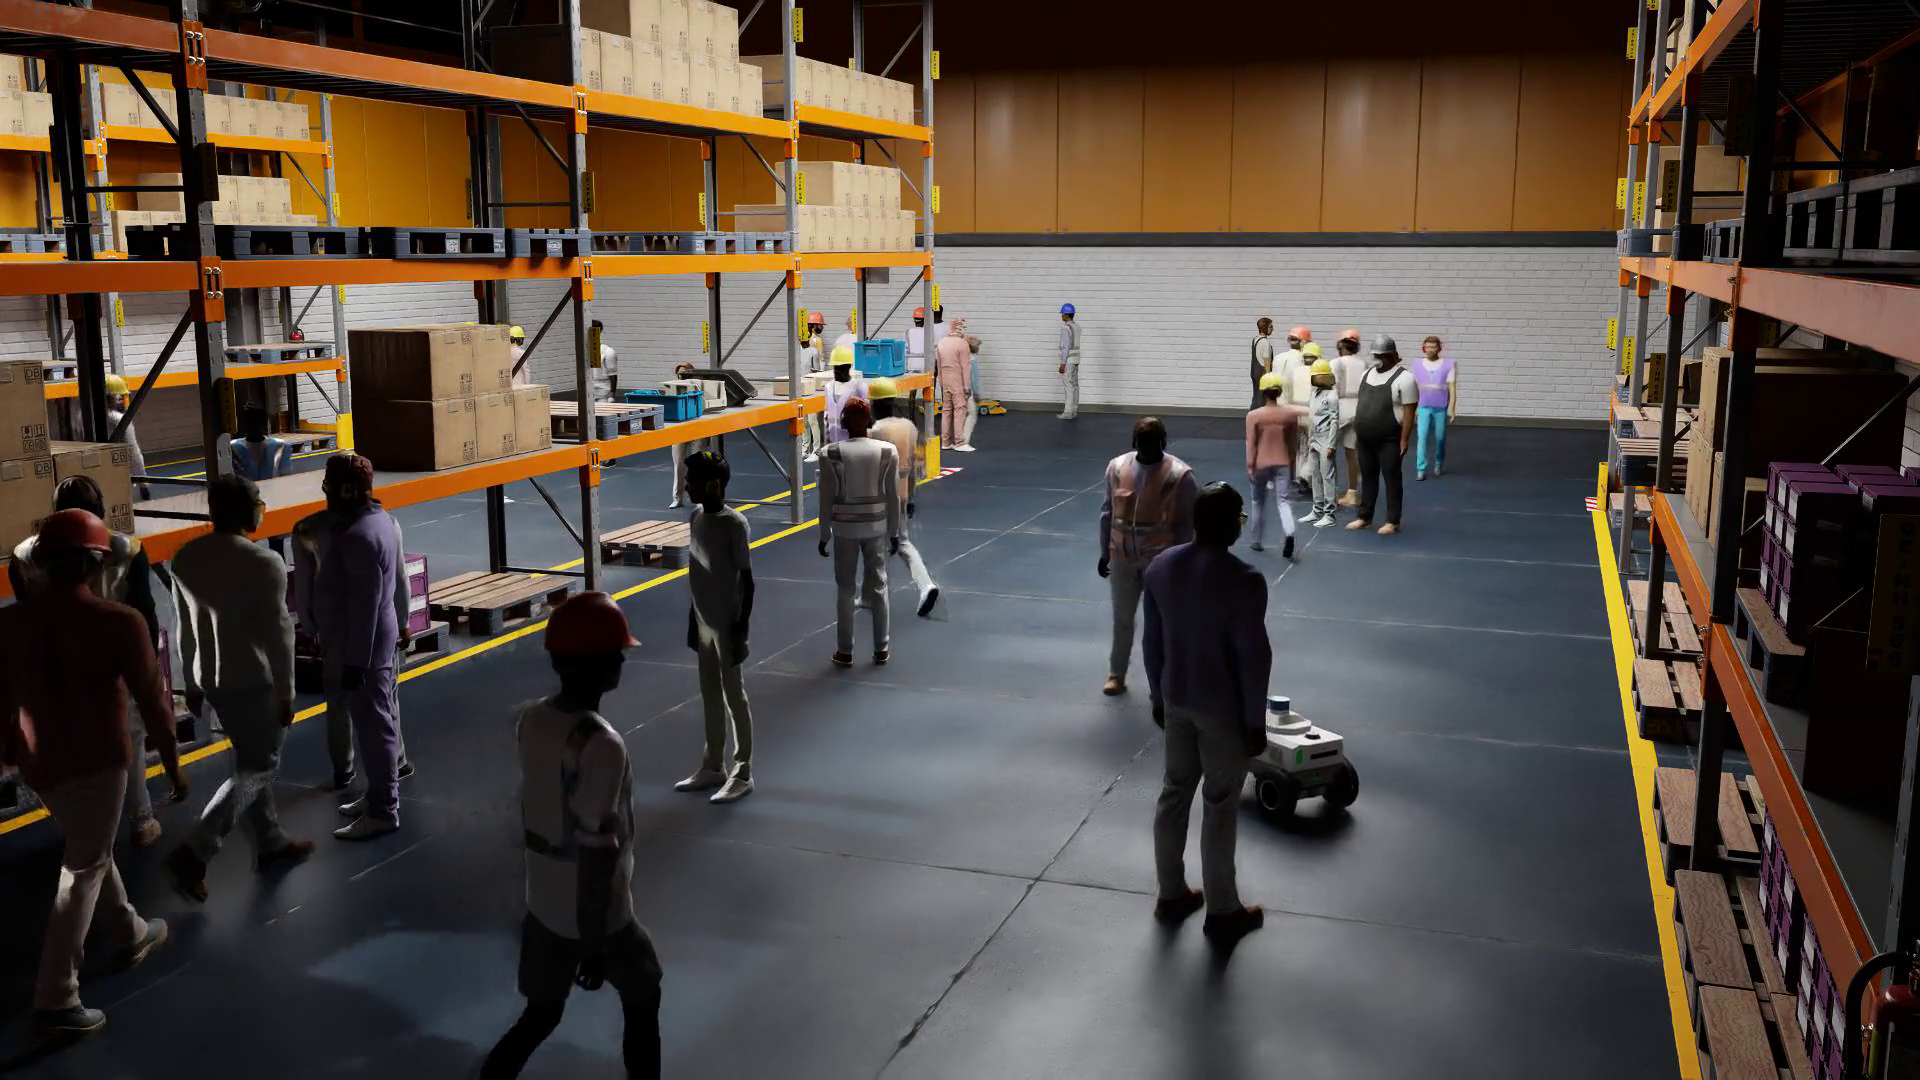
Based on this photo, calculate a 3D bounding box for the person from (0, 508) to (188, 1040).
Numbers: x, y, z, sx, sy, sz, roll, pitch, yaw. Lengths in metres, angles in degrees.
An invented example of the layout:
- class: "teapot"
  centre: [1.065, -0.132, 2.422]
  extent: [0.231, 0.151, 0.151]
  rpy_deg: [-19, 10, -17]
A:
- class: "person"
  centre: [-3.362, 0.856, 6.347]
  extent: [0.674, 1.926, 1.065]
  rpy_deg: [1, 10, 5]

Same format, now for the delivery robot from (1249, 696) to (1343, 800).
- class: "delivery robot"
  centre: [1.673, 1.065, 8.739]
  extent: [0.477, 0.478, 0.707]
  rpy_deg: [-6, 12, -29]

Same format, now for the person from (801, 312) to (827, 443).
- class: "person"
  centre: [-2.157, -2.412, 24.701]
  extent: [0.369, 1.933, 0.551]
  rpy_deg: [-8, 13, -39]

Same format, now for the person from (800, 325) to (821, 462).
- class: "person"
  centre: [-2.068, -1.981, 22.463]
  extent: [0.310, 1.868, 0.533]
  rpy_deg: [-8, 13, -39]

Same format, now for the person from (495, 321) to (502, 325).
- class: "person"
  centre: [-6.719, -2.321, 24.496]
  extent: [0.659, 1.827, 0.604]
  rpy_deg: [-5, 11, -25]

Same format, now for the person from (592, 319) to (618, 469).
- class: "person"
  centre: [-4.736, -1.911, 21.796]
  extent: [0.609, 1.963, 0.368]
  rpy_deg: [7, 12, 36]

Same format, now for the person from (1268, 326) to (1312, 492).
- class: "person"
  centre: [3.961, -1.553, 19.768]
  extent: [0.468, 1.966, 0.645]
  rpy_deg: [-7, 12, -34]

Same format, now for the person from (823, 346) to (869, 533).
- class: "person"
  centre: [-1.166, -0.992, 16.752]
  extent: [0.588, 1.920, 0.394]
  rpy_deg: [9, 13, 40]

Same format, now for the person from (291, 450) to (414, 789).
- class: "person"
  centre: [-3.252, 0.432, 8.966]
  extent: [0.587, 1.835, 0.404]
  rpy_deg: [-1, 10, -7]

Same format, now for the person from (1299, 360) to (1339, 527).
- class: "person"
  centre: [3.753, -1.008, 17.337]
  extent: [0.325, 1.740, 0.492]
  rpy_deg: [-3, 10, -16]

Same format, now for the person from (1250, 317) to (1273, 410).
- class: "person"
  centre: [4.543, -2.414, 24.964]
  extent: [0.343, 1.846, 0.507]
  rpy_deg: [-3, 10, -15]

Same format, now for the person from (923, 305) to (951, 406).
- class: "person"
  centre: [-0.377, -3.061, 28.398]
  extent: [0.589, 1.922, 0.392]
  rpy_deg: [1, 10, 8]

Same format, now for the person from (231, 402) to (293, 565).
- class: "person"
  centre: [-5.560, -0.253, 13.232]
  extent: [0.569, 1.694, 0.318]
  rpy_deg: [-5, 11, -28]

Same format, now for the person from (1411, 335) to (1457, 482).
- class: "person"
  centre: [5.939, -1.668, 20.873]
  extent: [0.586, 1.814, 0.889]
  rpy_deg: [4, 11, 22]

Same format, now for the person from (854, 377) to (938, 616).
- class: "person"
  centre: [-0.535, -0.341, 13.156]
  extent: [0.598, 1.898, 0.866]
  rpy_deg: [-10, 14, -43]

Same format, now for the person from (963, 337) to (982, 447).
- class: "person"
  centre: [0.123, -2.097, 23.839]
  extent: [0.331, 1.621, 0.584]
  rpy_deg: [-2, 10, -13]

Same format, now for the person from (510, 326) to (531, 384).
- class: "person"
  centre: [-6.354, -2.187, 23.912]
  extent: [0.533, 1.767, 0.312]
  rpy_deg: [6, 12, 31]

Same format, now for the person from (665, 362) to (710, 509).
- class: "person"
  centre: [-3.021, -1.157, 18.468]
  extent: [0.521, 1.638, 0.311]
  rpy_deg: [1, 10, 4]

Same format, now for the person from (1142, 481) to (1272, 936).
- class: "person"
  centre: [1.056, 0.710, 7.109]
  extent: [0.355, 1.936, 0.635]
  rpy_deg: [-9, 13, -41]

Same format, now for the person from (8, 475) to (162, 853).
- class: "person"
  centre: [-4.197, 0.599, 8.050]
  extent: [0.622, 1.835, 0.430]
  rpy_deg: [-2, 10, -11]

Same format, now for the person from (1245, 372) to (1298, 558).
- class: "person"
  centre: [2.945, -0.709, 15.659]
  extent: [0.525, 1.739, 0.799]
  rpy_deg: [-1, 10, -5]

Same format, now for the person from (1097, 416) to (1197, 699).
- class: "person"
  centre: [1.199, 0.111, 10.781]
  extent: [0.636, 1.837, 0.429]
  rpy_deg: [5, 11, 26]

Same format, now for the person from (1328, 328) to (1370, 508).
- class: "person"
  centre: [4.338, -1.362, 18.640]
  extent: [0.647, 1.986, 0.648]
  rpy_deg: [-5, 11, -24]

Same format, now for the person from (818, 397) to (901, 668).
- class: "person"
  centre: [-0.700, -0.052, 11.551]
  extent: [0.584, 1.883, 0.344]
  rpy_deg: [-3, 10, -15]

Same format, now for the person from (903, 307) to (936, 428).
- class: "person"
  centre: [-0.647, -2.757, 26.637]
  extent: [0.547, 1.937, 0.379]
  rpy_deg: [3, 10, 16]

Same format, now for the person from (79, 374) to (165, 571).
- class: "person"
  centre: [-7.283, -0.546, 14.556]
  extent: [0.624, 1.799, 0.849]
  rpy_deg: [6, 12, 30]

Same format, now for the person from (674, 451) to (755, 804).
- class: "person"
  centre: [-1.280, 0.454, 8.760]
  extent: [0.332, 1.866, 0.514]
  rpy_deg: [-9, 14, -42]

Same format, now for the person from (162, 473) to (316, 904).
- class: "person"
  centre: [-3.297, 0.658, 7.496]
  extent: [0.637, 1.916, 0.848]
  rpy_deg: [5, 11, 24]

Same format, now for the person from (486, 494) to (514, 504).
- class: "person"
  centre: [-5.280, -1.232, 18.903]
  extent: [0.285, 1.633, 0.501]
  rpy_deg: [-4, 11, -23]

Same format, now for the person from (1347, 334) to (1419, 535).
- class: "person"
  centre: [4.254, -1.077, 16.884]
  extent: [0.536, 2.000, 0.688]
  rpy_deg: [-8, 13, -37]

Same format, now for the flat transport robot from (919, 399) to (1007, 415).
- class: "flat transport robot"
  centre: [0.041, -2.312, 28.824]
  extent: [1.431, 0.197, 0.652]
  rpy_deg: [-2, 10, -10]

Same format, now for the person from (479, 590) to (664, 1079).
- class: "person"
  centre: [-1.221, 1.099, 5.071]
  extent: [0.958, 1.900, 0.550]
  rpy_deg: [-10, 14, -44]

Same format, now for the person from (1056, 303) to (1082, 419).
- class: "person"
  centre: [1.840, -3.014, 28.052]
  extent: [0.385, 1.949, 0.601]
  rpy_deg: [4, 11, 24]

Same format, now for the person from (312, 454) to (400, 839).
- class: "person"
  centre: [-2.992, 0.518, 8.278]
  extent: [0.409, 1.909, 0.641]
  rpy_deg: [-3, 10, -15]

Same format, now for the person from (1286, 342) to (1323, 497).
- class: "person"
  centre: [4.030, -1.380, 19.225]
  extent: [0.625, 1.813, 0.447]
  rpy_deg: [10, 14, 44]

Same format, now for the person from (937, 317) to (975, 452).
- class: "person"
  centre: [-0.039, -2.207, 23.636]
  extent: [0.400, 1.905, 0.645]
  rpy_deg: [-8, 13, -38]

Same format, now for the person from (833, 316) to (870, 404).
- class: "person"
  centre: [-1.594, -2.396, 24.800]
  extent: [0.663, 1.867, 0.656]
  rpy_deg: [3, 11, 18]

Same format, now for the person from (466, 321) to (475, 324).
- class: "person"
  centre: [-7.401, -2.438, 25.319]
  extent: [0.524, 1.769, 0.325]
  rpy_deg: [6, 11, 29]
